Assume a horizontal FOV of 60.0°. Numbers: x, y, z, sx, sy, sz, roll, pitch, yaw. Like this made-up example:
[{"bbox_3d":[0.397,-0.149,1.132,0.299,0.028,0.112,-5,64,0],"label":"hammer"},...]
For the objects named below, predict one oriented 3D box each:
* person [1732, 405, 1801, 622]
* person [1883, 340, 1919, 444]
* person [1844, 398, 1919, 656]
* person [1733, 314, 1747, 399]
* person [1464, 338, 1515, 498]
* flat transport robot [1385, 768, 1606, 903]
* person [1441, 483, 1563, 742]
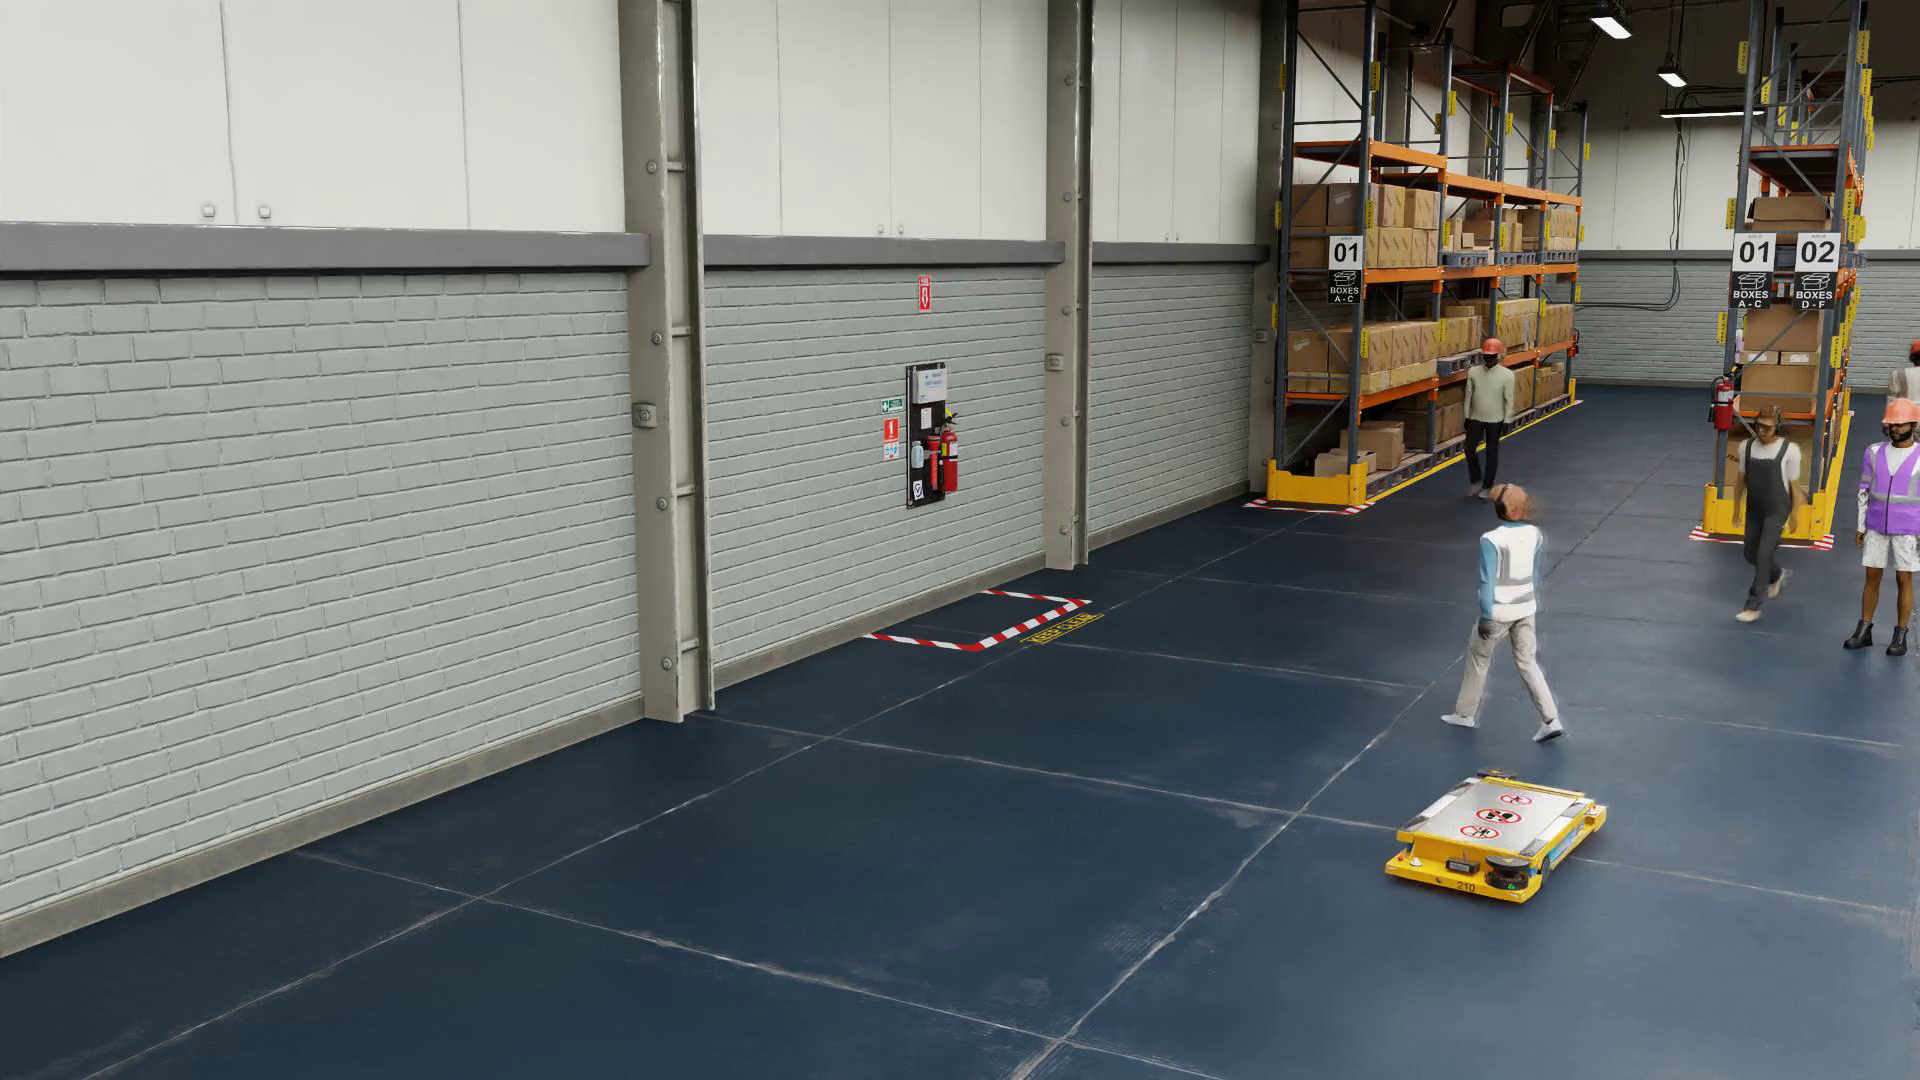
[{"bbox_3d":[6.723,-0.242,13.784,0.800,1.805,0.536,-7,12,-37],"label":"person"},{"bbox_3d":[11.631,-1.440,20.269,0.612,1.993,1.100,4,10,22],"label":"person"},{"bbox_3d":[7.026,-0.099,12.519,0.375,1.939,0.546,-8,13,-39],"label":"person"},{"bbox_3d":[14.883,-3.330,31.501,0.593,1.917,0.392,4,11,24],"label":"person"},{"bbox_3d":[6.493,-1.492,20.524,0.629,1.979,0.496,7,12,35],"label":"person"},{"bbox_3d":[2.711,1.449,8.328,0.652,0.197,1.431,7,12,35],"label":"flat transport robot"},{"bbox_3d":[3.414,0.444,10.319,0.530,1.606,0.814,-5,11,-27],"label":"person"}]
